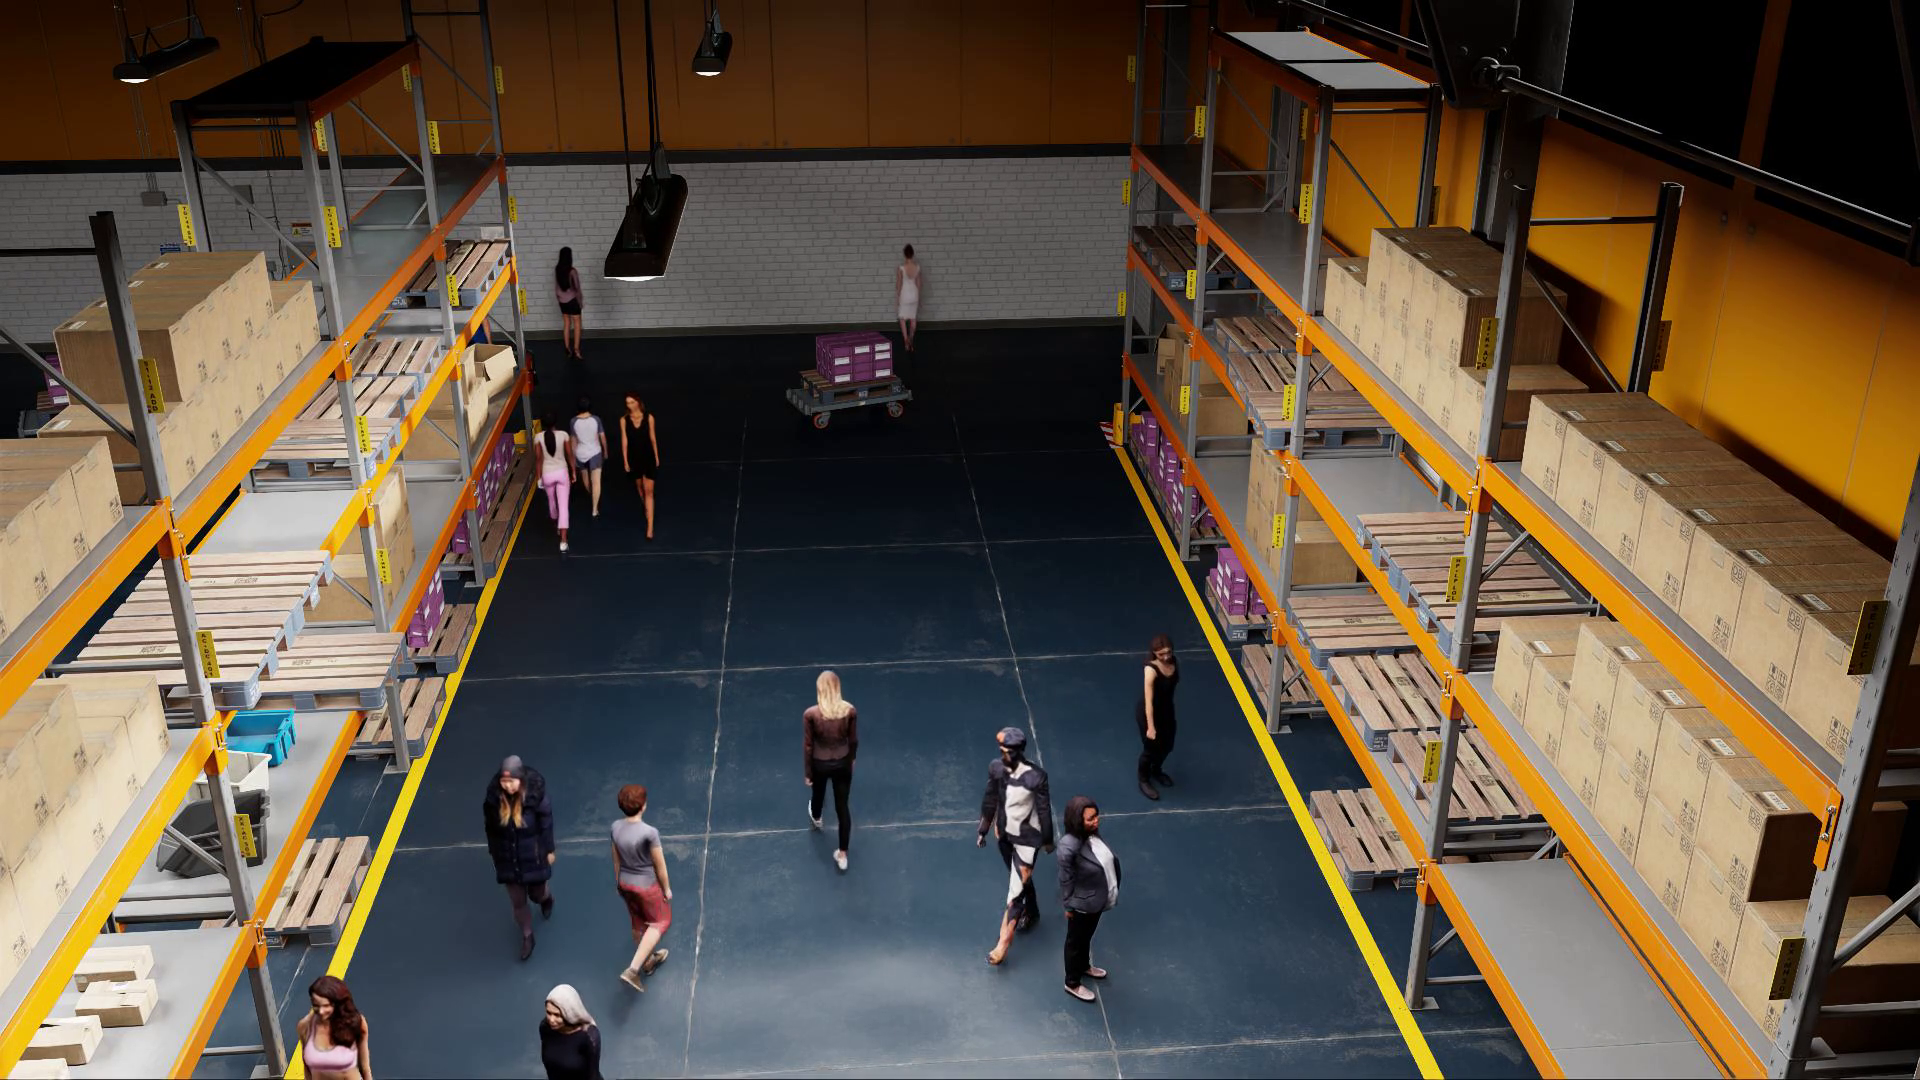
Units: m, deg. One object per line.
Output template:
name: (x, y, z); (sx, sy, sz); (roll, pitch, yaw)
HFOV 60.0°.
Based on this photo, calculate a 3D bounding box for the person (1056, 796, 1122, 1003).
person: (0.904, 2.578, 12.120); (0.851, 1.597, 0.761); (10, 26, 22)

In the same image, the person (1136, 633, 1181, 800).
person: (1.693, 1.508, 14.495); (0.800, 1.654, 0.754); (14, 27, 29)

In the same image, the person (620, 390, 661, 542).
person: (-3.830, -0.923, 19.917); (0.656, 1.766, 1.184); (-5, 24, -11)

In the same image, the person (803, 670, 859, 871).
person: (-1.028, 1.910, 13.574); (0.760, 1.655, 1.137); (-6, 24, -14)

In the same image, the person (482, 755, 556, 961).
person: (-3.297, 2.340, 12.579); (0.698, 1.664, 0.862); (0, 24, 0)

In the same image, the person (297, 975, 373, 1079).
person: (-3.746, 3.351, 10.153); (0.569, 1.755, 0.748); (-2, 24, -4)

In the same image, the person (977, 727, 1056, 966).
person: (0.495, 2.215, 12.629); (1.138, 1.853, 1.219); (16, 28, 33)

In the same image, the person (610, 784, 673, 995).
person: (-2.357, 2.563, 12.098); (0.850, 1.642, 0.996); (11, 26, 23)

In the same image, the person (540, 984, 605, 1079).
person: (-2.280, 3.388, 10.130); (0.881, 1.705, 1.199); (7, 25, 15)

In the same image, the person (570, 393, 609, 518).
person: (-4.557, -1.019, 20.439); (0.559, 1.524, 1.020); (-2, 24, -5)

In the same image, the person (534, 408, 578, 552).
person: (-4.720, -0.675, 19.433); (0.645, 1.699, 1.184); (-3, 24, -7)

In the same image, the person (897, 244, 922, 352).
person: (-0.800, -3.824, 26.522); (0.621, 1.791, 0.710); (-5, 24, -12)

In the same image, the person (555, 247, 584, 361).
person: (-6.186, -3.736, 26.298); (0.689, 1.809, 0.700); (11, 26, 24)
